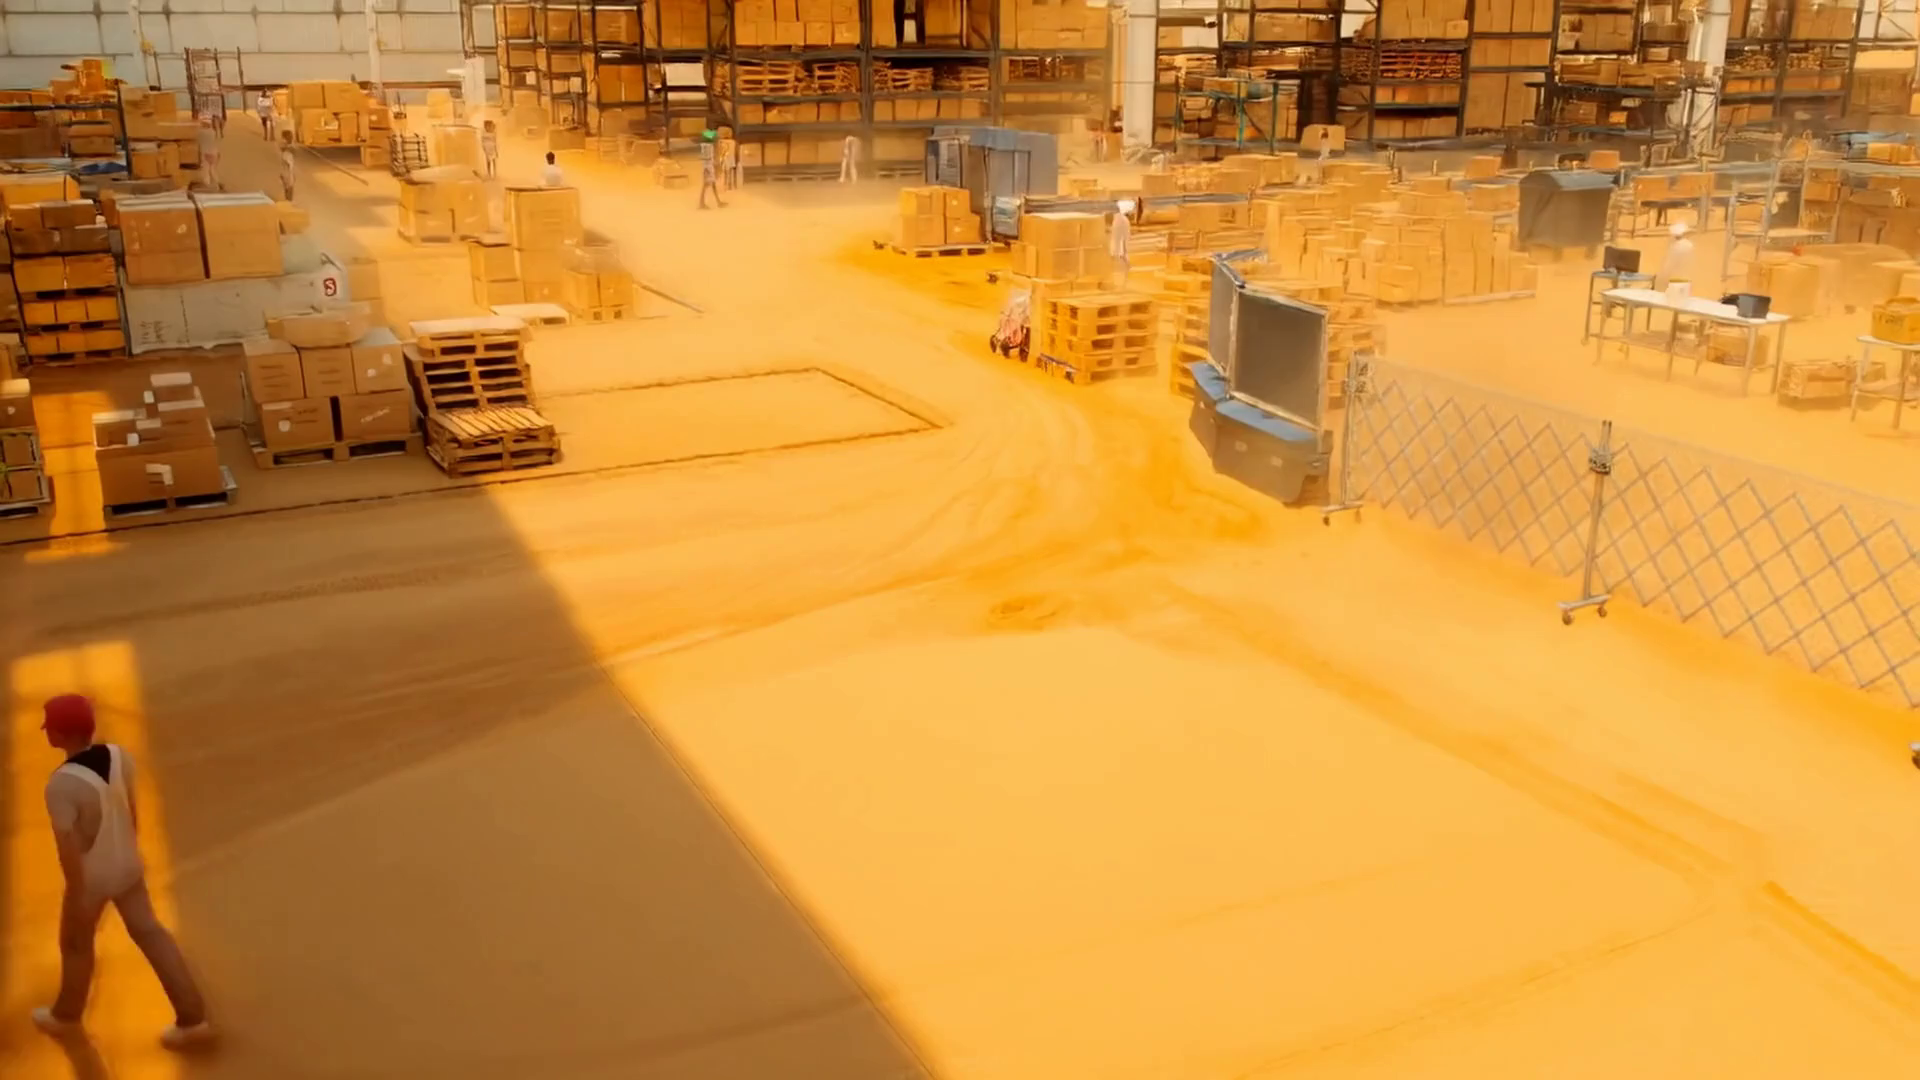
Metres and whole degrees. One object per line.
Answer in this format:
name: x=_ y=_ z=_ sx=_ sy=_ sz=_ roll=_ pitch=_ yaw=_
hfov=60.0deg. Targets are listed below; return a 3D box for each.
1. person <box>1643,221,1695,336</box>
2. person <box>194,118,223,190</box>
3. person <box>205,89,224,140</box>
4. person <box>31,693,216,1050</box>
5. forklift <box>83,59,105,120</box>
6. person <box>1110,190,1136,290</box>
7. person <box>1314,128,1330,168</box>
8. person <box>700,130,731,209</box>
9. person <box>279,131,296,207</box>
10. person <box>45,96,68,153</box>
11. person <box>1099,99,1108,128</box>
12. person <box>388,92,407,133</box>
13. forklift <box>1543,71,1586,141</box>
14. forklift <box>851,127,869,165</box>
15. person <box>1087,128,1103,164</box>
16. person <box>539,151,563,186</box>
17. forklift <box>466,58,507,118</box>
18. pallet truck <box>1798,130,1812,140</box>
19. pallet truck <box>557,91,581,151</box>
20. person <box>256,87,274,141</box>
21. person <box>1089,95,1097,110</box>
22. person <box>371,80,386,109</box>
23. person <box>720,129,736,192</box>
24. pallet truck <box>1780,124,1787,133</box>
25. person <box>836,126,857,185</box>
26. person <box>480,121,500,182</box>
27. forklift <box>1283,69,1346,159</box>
person: x=10.475 y=-3.789 z=24.447 sx=0.974 sy=1.774 sz=0.585 roll=13 pitch=22 yaw=35
person: x=-20.331 y=-10.404 z=44.856 sx=0.634 sy=1.909 sz=0.970 roll=0 pitch=18 yaw=2
person: x=-27.591 y=-15.722 z=61.525 sx=0.429 sy=1.843 sz=0.628 roll=14 pitch=23 yaw=38
person: x=-3.980 y=1.550 z=7.760 sx=0.981 sy=1.798 sz=0.530 roll=5 pitch=19 yaw=16
forklift: x=-33.599 y=-17.300 z=64.770 sx=1.873 sy=2.768 sz=1.129 roll=-16 pitch=24 yaw=-41
person: x=2.647 y=-4.717 z=27.091 sx=0.397 sy=1.923 sz=0.548 roll=6 pitch=19 yaw=17
person: x=10.019 y=-10.544 z=45.801 sx=0.904 sy=1.579 sz=0.517 roll=3 pitch=18 yaw=8
person: x=-5.977 y=-9.010 z=40.495 sx=0.902 sy=1.900 sz=0.574 roll=1 pitch=18 yaw=3
person: x=-15.940 y=-8.717 z=39.507 sx=0.379 sy=1.958 sz=0.606 roll=-12 pitch=21 yaw=-32
person: x=-30.783 y=-14.132 z=56.505 sx=0.706 sy=1.927 sz=0.673 roll=-9 pitch=20 yaw=-26
person: x=5.692 y=-16.610 z=64.695 sx=0.497 sy=1.596 sz=0.837 roll=-10 pitch=20 yaw=-28
person: x=-19.692 y=-14.724 z=58.308 sx=0.596 sy=1.912 sz=0.385 roll=-4 pitch=18 yaw=-12
forklift: x=18.685 y=-13.231 z=52.085 sx=1.873 sy=2.768 sz=1.129 roll=-9 pitch=20 yaw=-26
forklift: x=-3.174 y=-12.952 z=51.214 sx=1.873 sy=2.768 sz=1.129 roll=-9 pitch=20 yaw=-26
person: x=3.605 y=-10.006 z=43.926 sx=0.539 sy=1.714 sz=0.768 roll=10 pitch=20 yaw=28
person: x=-8.604 y=-7.289 z=35.219 sx=0.516 sy=1.855 sz=0.602 roll=-7 pitch=19 yaw=-22
forklift: x=-18.924 y=-17.485 z=65.347 sx=1.873 sy=2.768 sz=1.129 roll=4 pitch=18 yaw=13
pallet truck: x=25.526 y=-11.556 z=49.408 sx=1.630 sy=1.274 sz=0.653 roll=-9 pitch=20 yaw=-26
pallet truck: x=-13.495 y=-14.412 z=57.188 sx=0.823 sy=1.965 sz=1.885 roll=-3 pitch=18 yaw=-9
person: x=-25.575 y=-15.669 z=61.202 sx=0.552 sy=1.935 sz=0.360 roll=-2 pitch=18 yaw=-5
person: x=5.048 y=-16.472 z=63.768 sx=0.406 sy=1.902 sz=0.636 roll=-1 pitch=18 yaw=-4
person: x=-23.276 y=-17.372 z=66.504 sx=0.948 sy=1.935 sz=0.676 roll=6 pitch=19 yaw=19
person: x=-6.206 y=-10.132 z=44.423 sx=0.309 sy=1.638 sz=0.522 roll=14 pitch=23 yaw=38
pallet truck: x=25.206 y=-12.542 z=52.601 sx=1.601 sy=1.201 sz=0.680 roll=0 pitch=18 yaw=-2
person: x=-3.159 y=-10.616 z=45.948 sx=0.674 sy=1.614 sz=0.540 roll=-9 pitch=20 yaw=-27
person: x=-13.281 y=-10.980 z=46.988 sx=0.322 sy=1.691 sz=0.533 roll=15 pitch=23 yaw=39
forklift: x=11.615 y=-13.871 z=54.079 sx=1.129 sy=2.768 sz=1.873 roll=-9 pitch=20 yaw=-27
